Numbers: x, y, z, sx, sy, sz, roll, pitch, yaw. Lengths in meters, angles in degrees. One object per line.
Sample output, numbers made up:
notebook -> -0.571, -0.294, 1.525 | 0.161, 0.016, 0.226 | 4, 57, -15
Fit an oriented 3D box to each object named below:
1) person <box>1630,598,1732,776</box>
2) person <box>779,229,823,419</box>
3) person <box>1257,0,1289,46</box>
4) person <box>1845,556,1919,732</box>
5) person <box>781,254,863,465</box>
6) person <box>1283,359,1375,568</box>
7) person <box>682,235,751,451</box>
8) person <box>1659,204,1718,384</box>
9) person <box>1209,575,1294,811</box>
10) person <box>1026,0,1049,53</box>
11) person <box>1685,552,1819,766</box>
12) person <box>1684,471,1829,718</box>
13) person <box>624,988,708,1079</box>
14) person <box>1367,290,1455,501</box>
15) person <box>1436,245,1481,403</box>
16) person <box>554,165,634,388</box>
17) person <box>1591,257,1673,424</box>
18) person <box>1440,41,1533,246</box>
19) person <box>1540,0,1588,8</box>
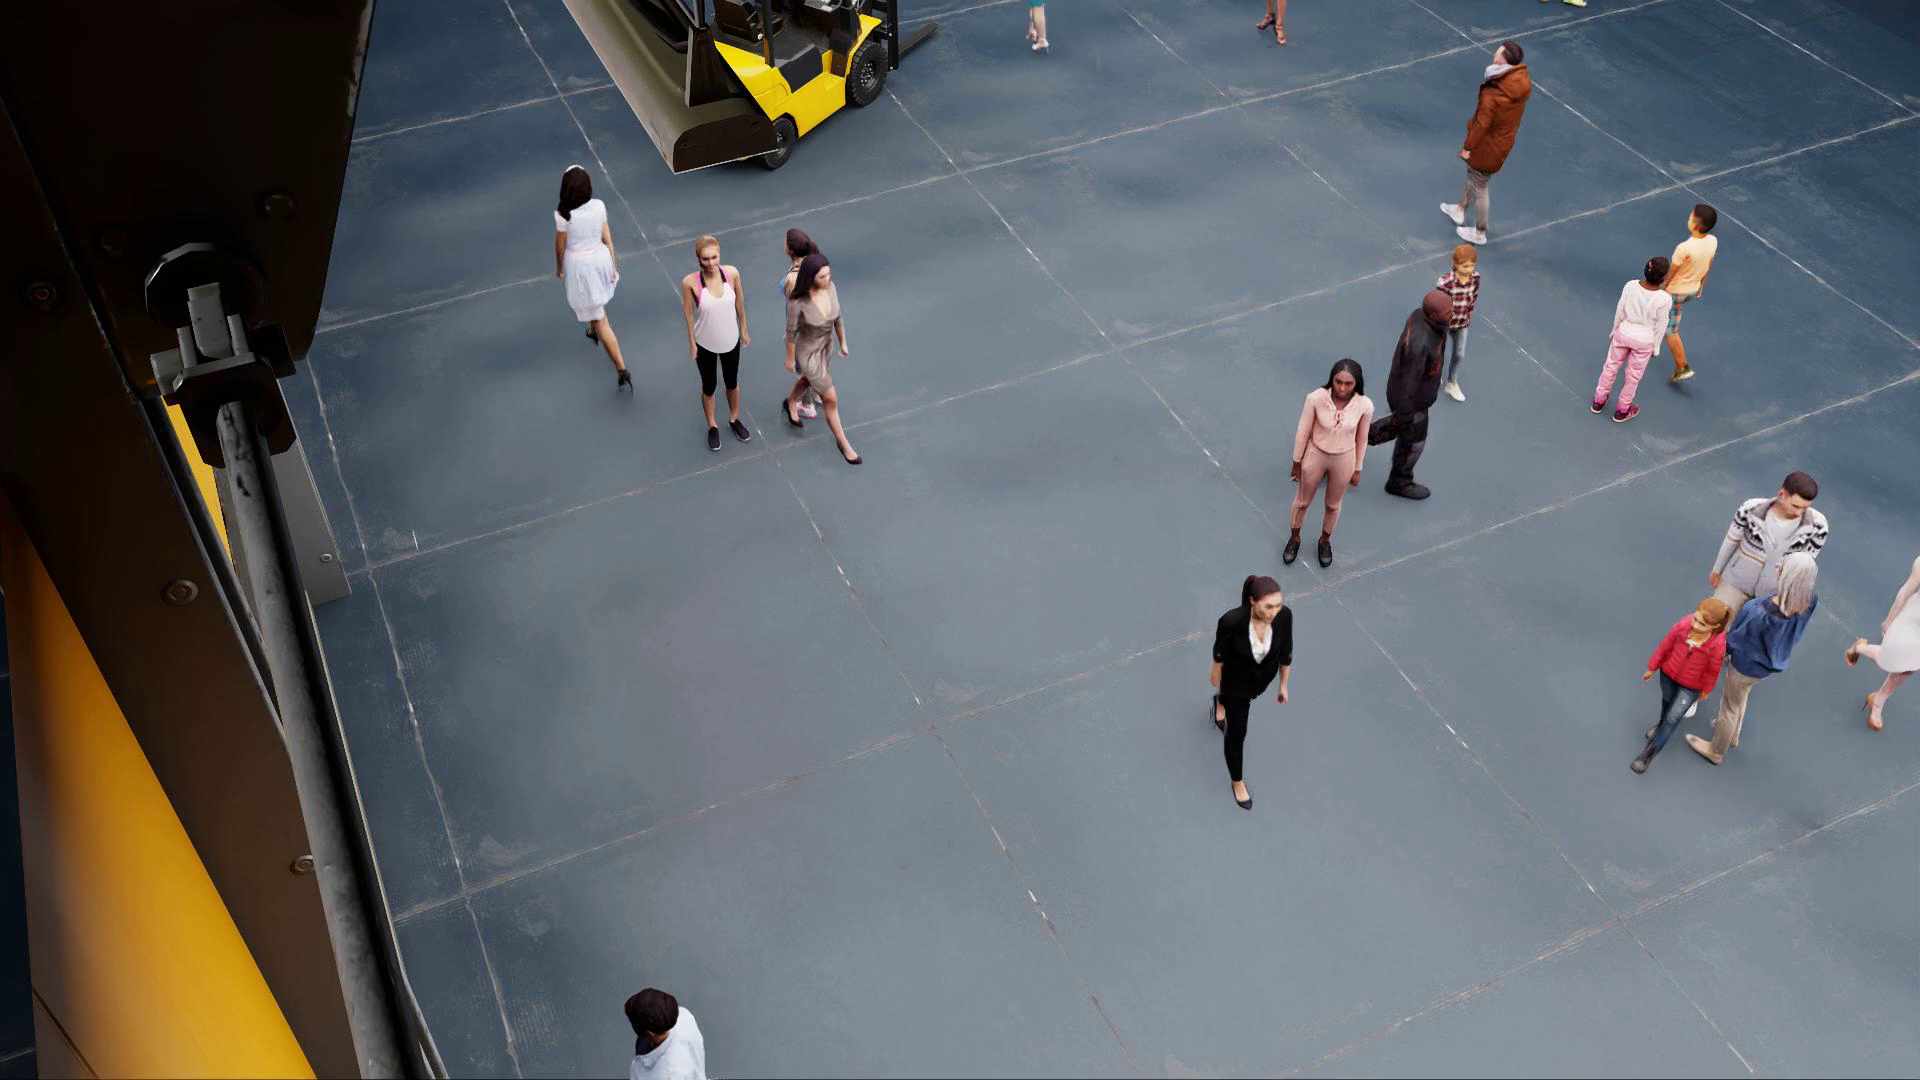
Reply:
person -> 4.440, 0.808, 10.135 | 0.688, 1.293, 0.807 | -28, 50, -27
person -> -1.175, -1.635, 12.469 | 0.713, 1.610, 0.662 | 18, 46, 18
person -> 3.273, -5.941, 16.851 | 0.761, 1.800, 0.489 | -25, 49, -24
person -> 5.827, 0.442, 10.164 | 0.772, 1.782, 0.893 | 1, 44, 1
person -> -1.108, -1.388, 12.147 | 1.176, 1.697, 0.931 | 30, 51, 28
person -> 2.485, -0.522, 11.222 | 0.695, 1.720, 0.711 | 7, 44, 7
person -> -1.780, -1.462, 12.159 | 0.604, 1.787, 0.507 | -16, 46, -16
person -> 5.620, -1.890, 12.863 | 0.544, 1.437, 0.968 | -19, 47, -19
person -> 1.698, 0.757, 9.957 | 0.713, 1.613, 1.123 | -10, 45, -10
person -> 0.844, -5.655, 16.642 | 0.696, 1.675, 0.669 | 33, 53, 30
person -> 4.782, 0.776, 9.880 | 0.630, 1.690, 0.595 | -23, 48, -22
person -> 4.976, 0.214, 10.358 | 1.145, 1.844, 1.188 | 16, 46, 16
person -> -1.281, 2.673, 7.807 | 0.868, 1.803, 0.729 | -1, 44, -1
person -> 3.071, -1.036, 11.705 | 1.095, 1.796, 1.078 | 8, 44, 8
person -> 3.759, -1.747, 12.818 | 0.641, 1.290, 0.771 | -8, 44, -8
person -> -2.784, -1.956, 12.690 | 0.753, 1.769, 1.202 | -24, 49, -23
person -> 5.069, -1.526, 12.476 | 0.555, 1.443, 0.671 | 32, 52, 29
person -> 4.561, -3.315, 14.079 | 0.867, 1.822, 0.958 | -34, 53, -30
person -> 6.349, -6.544, 17.476 | 0.734, 1.812, 0.905 | -25, 49, -24
